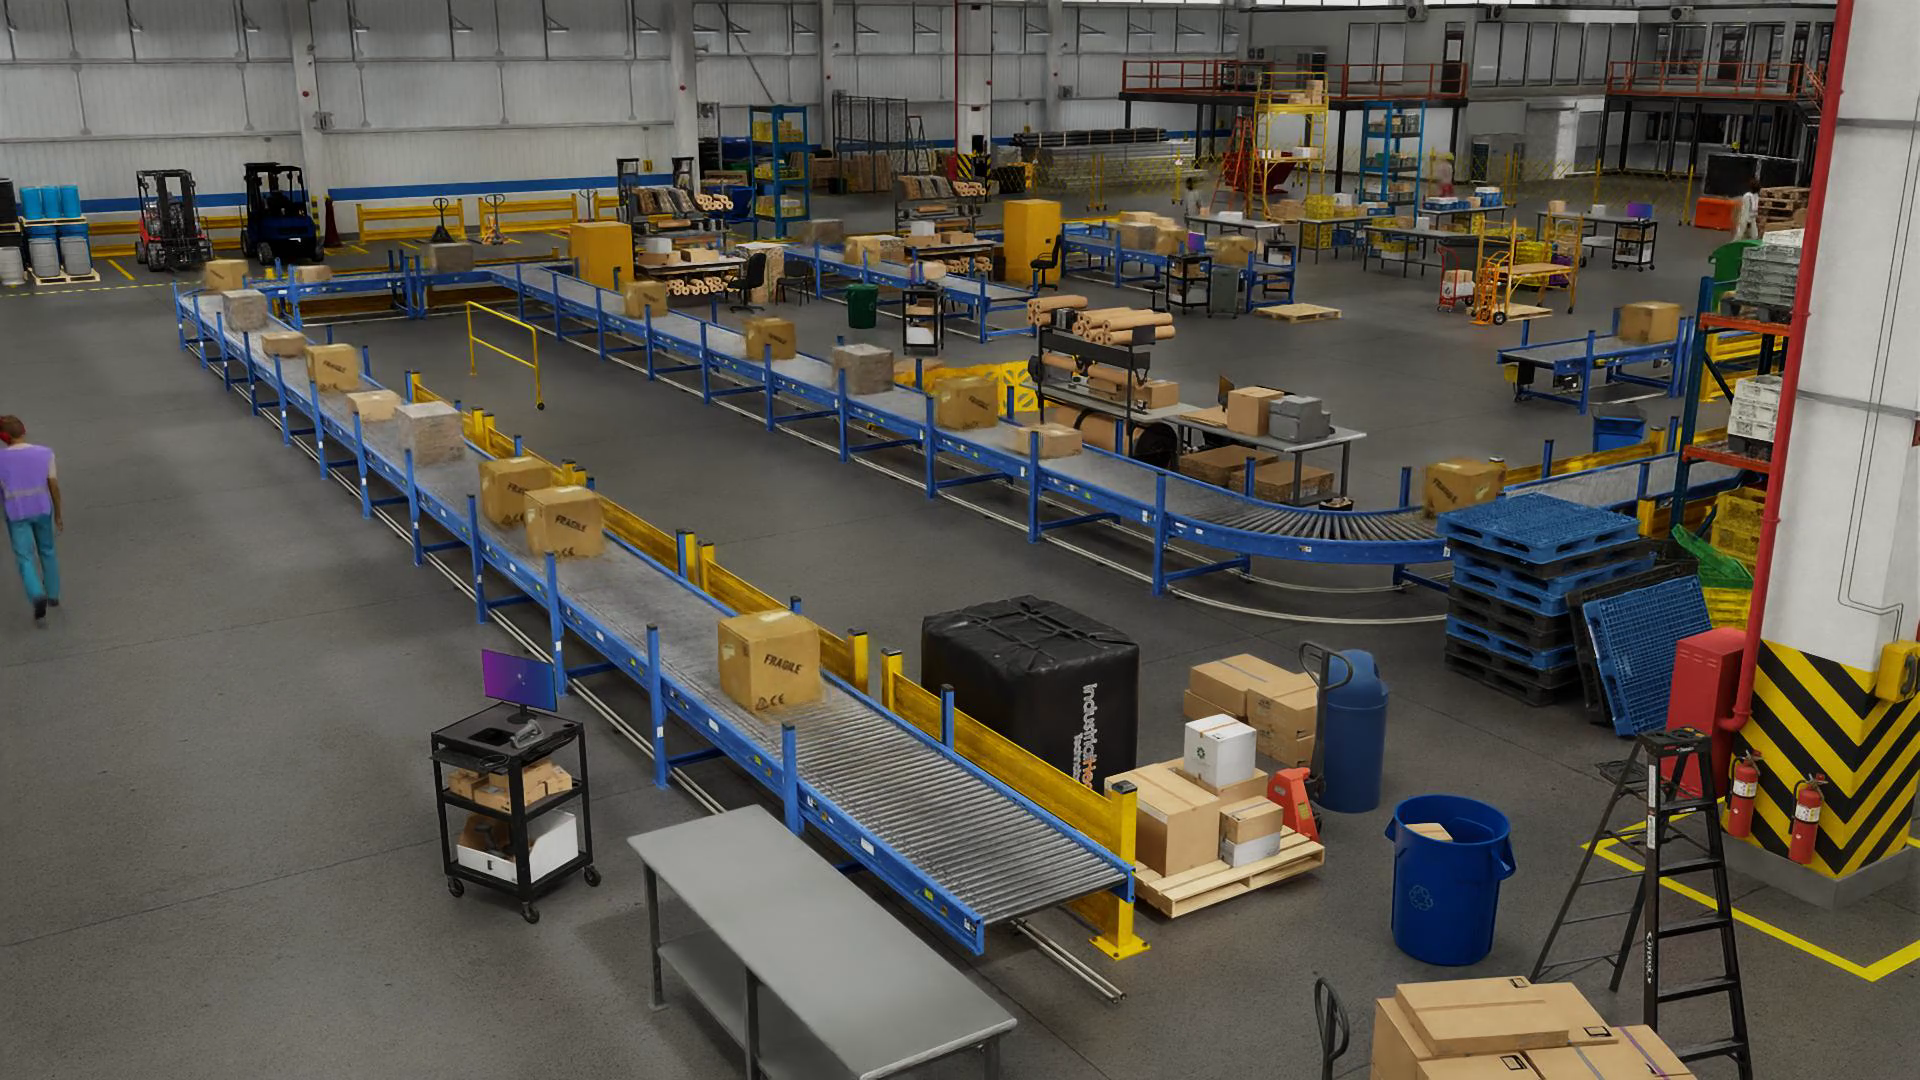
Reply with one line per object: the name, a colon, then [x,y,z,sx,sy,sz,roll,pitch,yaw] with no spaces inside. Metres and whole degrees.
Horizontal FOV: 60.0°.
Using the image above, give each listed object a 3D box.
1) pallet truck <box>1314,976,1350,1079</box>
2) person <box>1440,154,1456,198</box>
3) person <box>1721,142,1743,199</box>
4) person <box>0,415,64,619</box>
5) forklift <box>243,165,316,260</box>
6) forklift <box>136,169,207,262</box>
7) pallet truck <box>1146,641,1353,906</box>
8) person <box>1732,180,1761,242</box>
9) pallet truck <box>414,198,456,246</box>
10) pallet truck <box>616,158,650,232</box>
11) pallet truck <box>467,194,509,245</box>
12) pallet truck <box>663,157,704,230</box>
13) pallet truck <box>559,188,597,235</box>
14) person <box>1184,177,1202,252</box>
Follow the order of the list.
pallet truck: [2.299,2.390,7.086,1.601,1.201,0.680,-2,17,-7]
person: [14.493,-10.509,49.110,0.700,1.739,0.560,12,21,36]
person: [24.039,-11.399,51.780,0.614,1.924,0.385,1,17,2]
person: [-8.241,-0.209,14.728,0.576,1.815,0.742,-16,23,-42]
forklift: [-15.898,-7.669,38.708,1.157,1.987,2.680,-11,20,-33]
forklift: [-17.842,-7.318,37.559,1.157,1.987,2.680,-10,20,-31]
pallet truck: [1.664,1.407,10.232,1.630,1.274,0.653,-10,20,-31]
person: [18.446,-7.443,38.777,0.583,1.828,0.996,-10,19,-30]
pallet truck: [-13.250,-8.060,41.856,0.680,1.201,1.601,-10,20,-31]
pallet truck: [-8.918,-9.176,44.255,0.823,1.965,1.885,-9,19,-27]
pallet truck: [-11.983,-8.177,42.137,0.704,1.261,1.522,-11,20,-33]
pallet truck: [-7.586,-9.308,44.692,0.823,1.965,1.885,-11,20,-33]
pallet truck: [-10.010,-8.652,43.699,0.653,1.274,1.630,-10,20,-31]
person: [5.502,-7.782,39.944,0.997,1.805,0.598,-6,18,-20]
